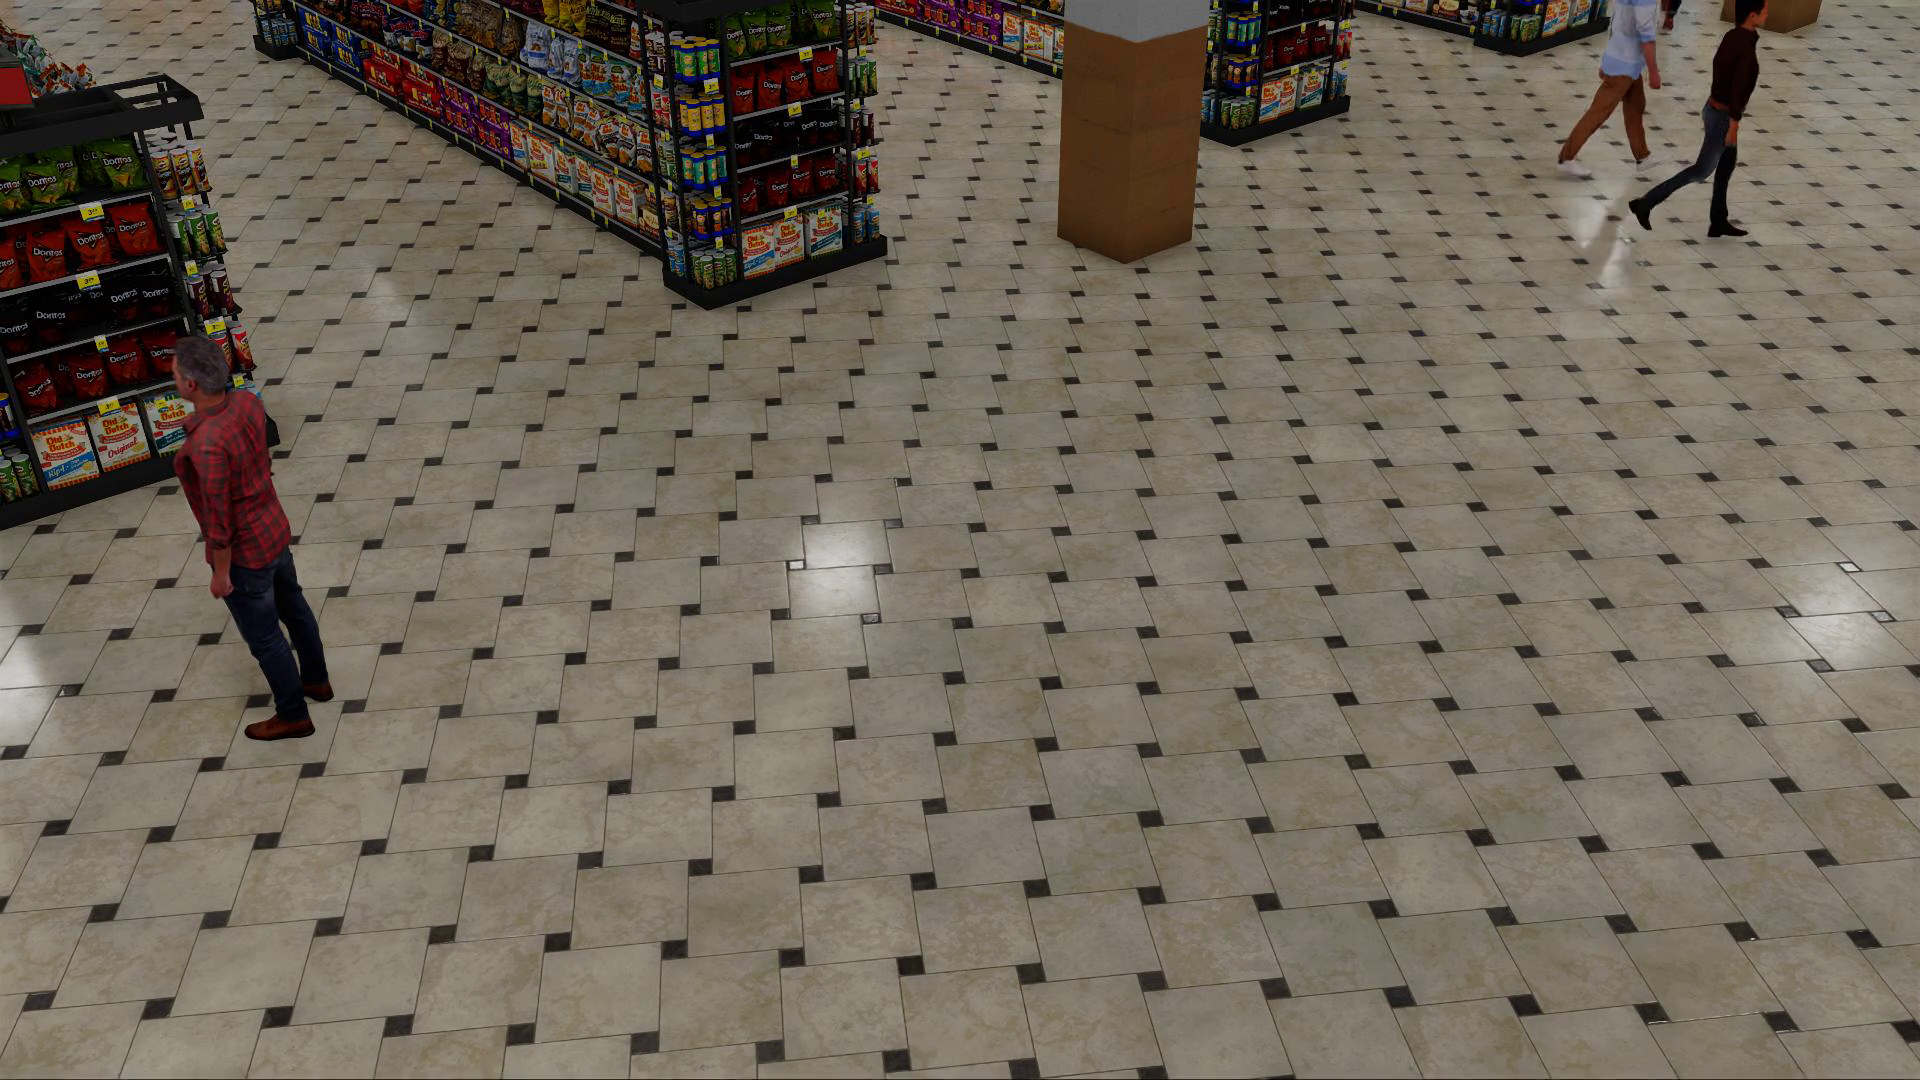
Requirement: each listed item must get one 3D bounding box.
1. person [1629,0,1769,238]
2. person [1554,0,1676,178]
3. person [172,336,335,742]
[{"bbox_3d":[5.272,-2.966,11.721,1.196,1.758,1.060,7,33,12],"label":"person"},{"bbox_3d":[5.013,-3.632,12.773,1.249,1.779,1.138,5,32,9],"label":"person"},{"bbox_3d":[-2.942,-0.002,6.889,0.808,1.831,0.742,2,32,3],"label":"person"}]
